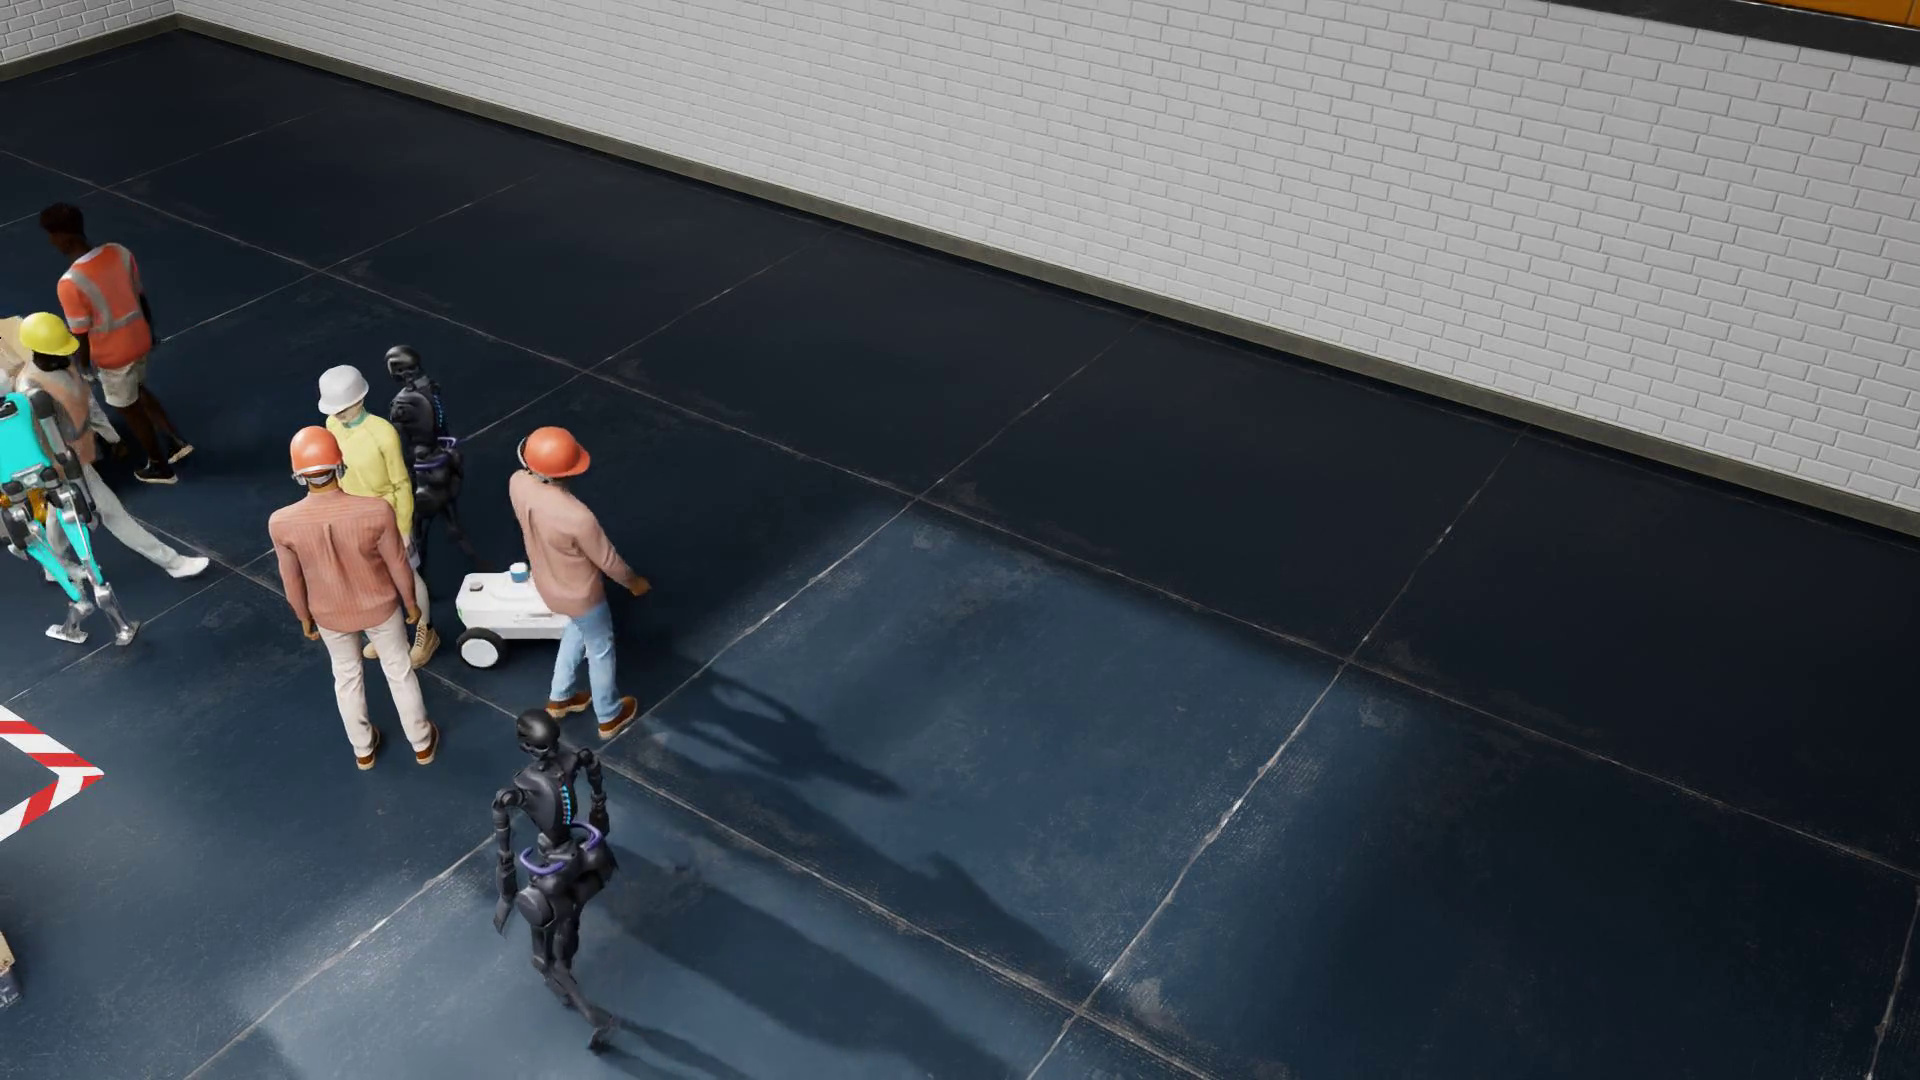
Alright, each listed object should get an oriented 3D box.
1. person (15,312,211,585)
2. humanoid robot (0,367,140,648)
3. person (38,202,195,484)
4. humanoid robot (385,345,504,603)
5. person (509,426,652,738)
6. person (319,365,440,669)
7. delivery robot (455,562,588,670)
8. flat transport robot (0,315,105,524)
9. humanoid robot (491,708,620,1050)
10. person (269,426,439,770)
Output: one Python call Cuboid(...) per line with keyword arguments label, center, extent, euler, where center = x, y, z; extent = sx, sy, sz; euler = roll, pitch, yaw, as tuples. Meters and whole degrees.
Cuboid(label="person", center=(-5.048, -0.485, 9.566), extent=(1.012, 1.847, 0.575), euler=(-7, 36, -10))
Cuboid(label="humanoid robot", center=(-4.893, -0.029, 9.027), extent=(0.536, 1.772, 0.828), euler=(-29, 44, -35))
Cuboid(label="person", center=(-5.351, -1.224, 10.546), extent=(0.430, 1.947, 0.649), euler=(8, 36, 11))
Cuboid(label="humanoid robot", center=(-3.058, -0.374, 9.607), extent=(0.587, 1.627, 0.612), euler=(5, 35, 7))
Cuboid(label="person", center=(-1.925, 0.199, 8.503), extent=(0.647, 1.959, 0.536), euler=(29, 44, 35))
Cuboid(label="person", center=(-3.169, -0.135, 9.050), extent=(0.471, 1.886, 0.399), euler=(14, 37, 19))
Cuboid(label="delivery robot", center=(-2.467, 0.384, 9.439), extent=(0.739, 0.564, 0.499), euler=(0, 35, 0))
Cuboid(label="flat transport robot", center=(-6.344, -0.430, 10.878), extent=(0.659, 0.231, 1.431), euler=(-27, 43, -33))
Cuboid(label="humanoid robot", center=(-1.666, 1.423, 7.019), extent=(0.543, 1.629, 0.604), euler=(26, 43, 32))
Cuboid(label="person", center=(-3.019, 0.317, 8.319), extent=(0.615, 1.986, 0.403), euler=(-5, 35, -8))
